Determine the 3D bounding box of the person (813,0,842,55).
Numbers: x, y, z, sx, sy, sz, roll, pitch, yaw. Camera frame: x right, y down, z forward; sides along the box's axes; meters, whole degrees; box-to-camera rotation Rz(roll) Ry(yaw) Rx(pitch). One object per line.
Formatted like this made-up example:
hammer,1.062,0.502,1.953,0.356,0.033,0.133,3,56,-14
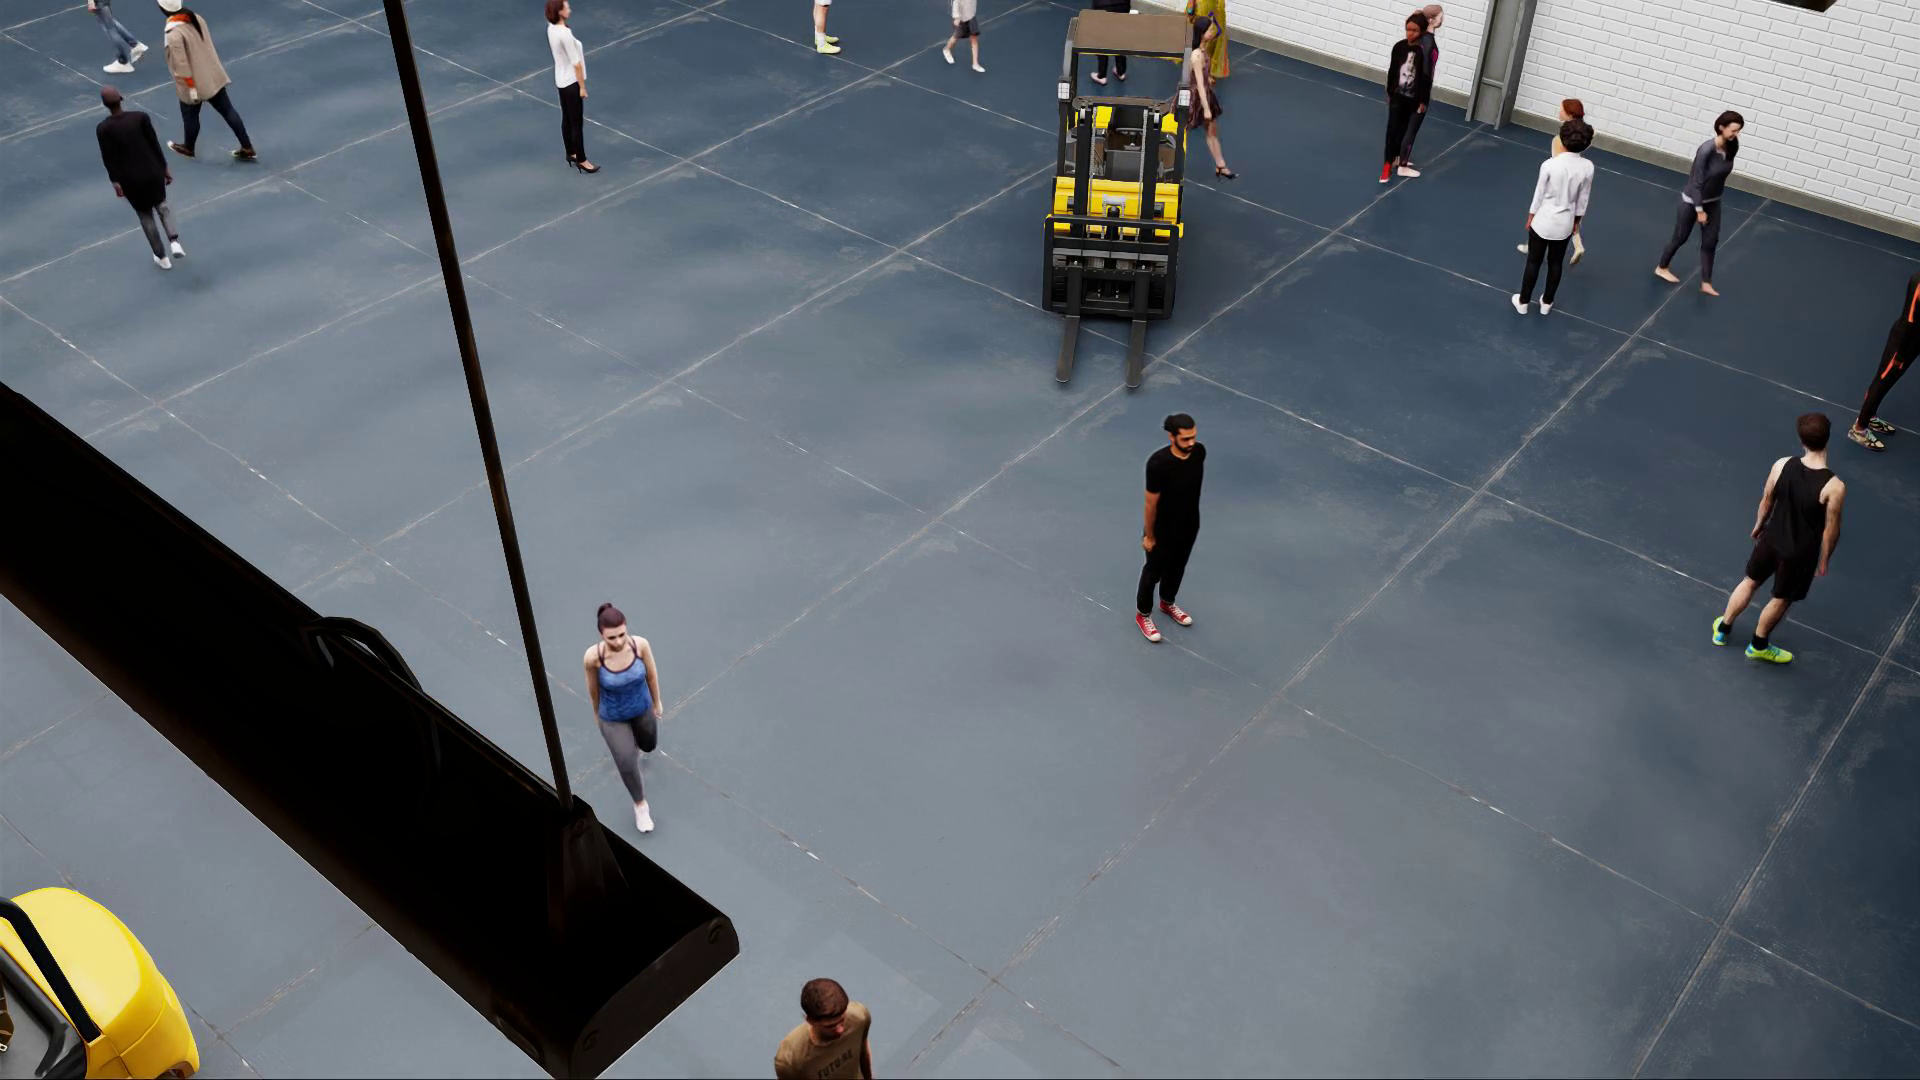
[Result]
person,-1.602,-6.583,19.220,0.771,1.831,0.711,-4,39,-4

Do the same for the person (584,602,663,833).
person,-2.005,0.979,9.946,0.844,1.587,1.049,-14,41,-17

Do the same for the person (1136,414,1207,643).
person,1.422,-0.115,11.181,0.679,1.756,0.621,-24,45,-27

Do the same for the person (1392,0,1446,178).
person,4.604,-4.532,16.717,0.707,1.750,0.652,-2,39,-3

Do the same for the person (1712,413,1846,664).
person,5.453,0.039,10.895,0.875,1.872,0.681,-9,39,-11

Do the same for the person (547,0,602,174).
person,-3.937,-4.575,16.736,0.720,1.794,0.541,-24,45,-27

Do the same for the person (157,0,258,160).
person,-7.609,-4.673,16.825,1.240,1.836,0.994,10,40,12

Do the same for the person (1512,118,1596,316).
person,5.191,-2.806,14.511,0.675,1.806,0.760,1,39,2

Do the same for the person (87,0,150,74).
person,-9.559,-6.151,18.667,0.958,1.846,0.899,-4,39,-5

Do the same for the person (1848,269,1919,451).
person,7.379,-1.575,12.968,0.519,1.809,0.614,29,47,31

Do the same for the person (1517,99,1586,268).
person,5.553,-3.242,15.205,0.688,1.621,0.944,-27,46,-29

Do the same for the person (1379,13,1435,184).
person,4.526,-4.492,16.755,1.079,1.639,0.880,14,41,17

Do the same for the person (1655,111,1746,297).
person,6.557,-3.062,14.887,0.876,1.737,1.033,-18,42,-21

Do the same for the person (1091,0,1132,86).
person,1.698,-5.906,18.548,0.739,1.611,0.764,-16,41,-19

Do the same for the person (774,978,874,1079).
person,-0.604,2.619,7.684,0.698,1.848,0.609,-28,47,-31

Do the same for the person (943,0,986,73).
person,0.021,-6.003,18.953,0.633,1.258,0.916,-25,45,-28

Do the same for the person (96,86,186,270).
person,-7.420,-3.257,15.122,0.717,1.749,0.751,-28,47,-31

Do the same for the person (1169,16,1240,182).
person,2.221,-4.303,16.436,1.124,1.743,0.919,9,39,11

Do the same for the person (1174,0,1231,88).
person,2.705,-5.955,18.594,1.012,1.630,1.200,-14,41,-17
